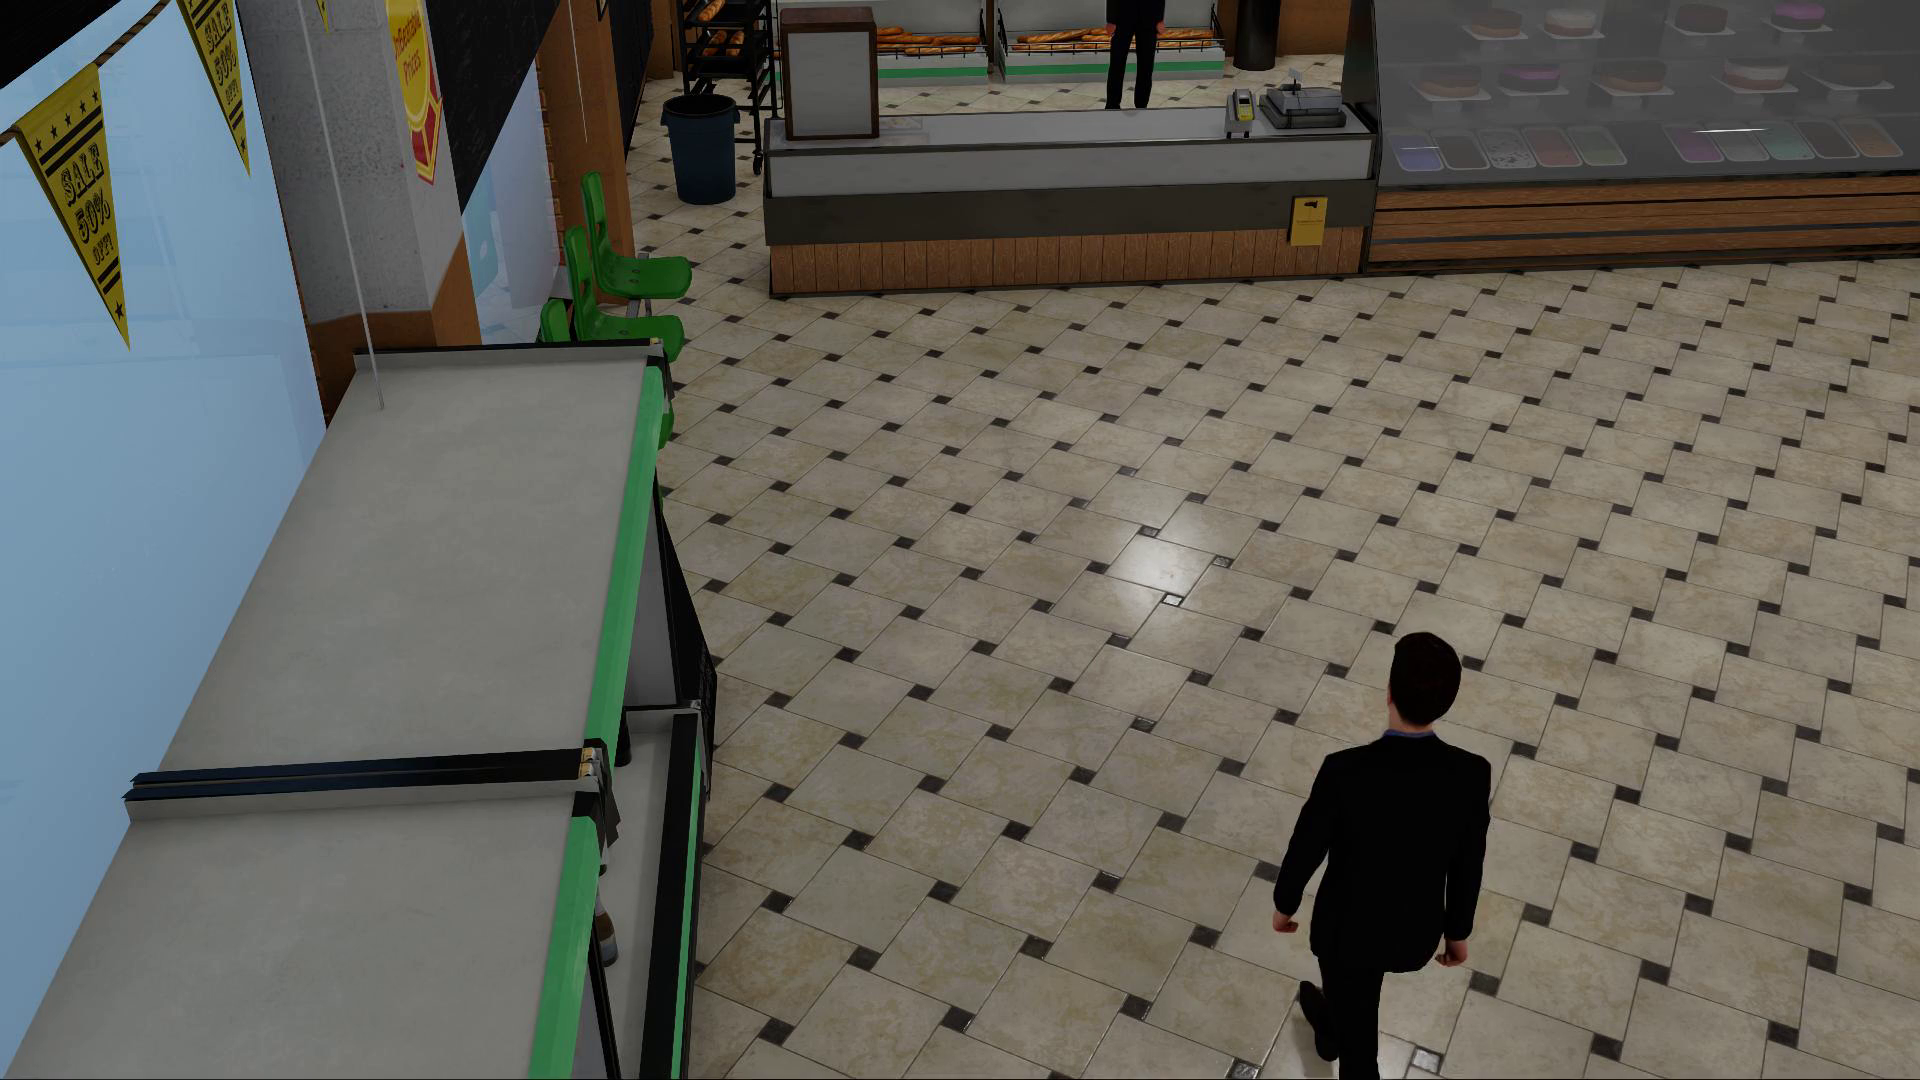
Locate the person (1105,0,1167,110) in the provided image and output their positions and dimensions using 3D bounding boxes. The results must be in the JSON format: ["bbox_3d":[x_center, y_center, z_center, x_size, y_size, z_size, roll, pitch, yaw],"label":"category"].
[{"bbox_3d":[1.430,-4.235,13.462,0.626,1.866,0.550,-3,32,-4],"label":"person"}]

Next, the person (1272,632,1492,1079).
[{"bbox_3d":[1.222,1.161,4.810,0.722,1.844,1.165,-3,32,-5],"label":"person"}]
